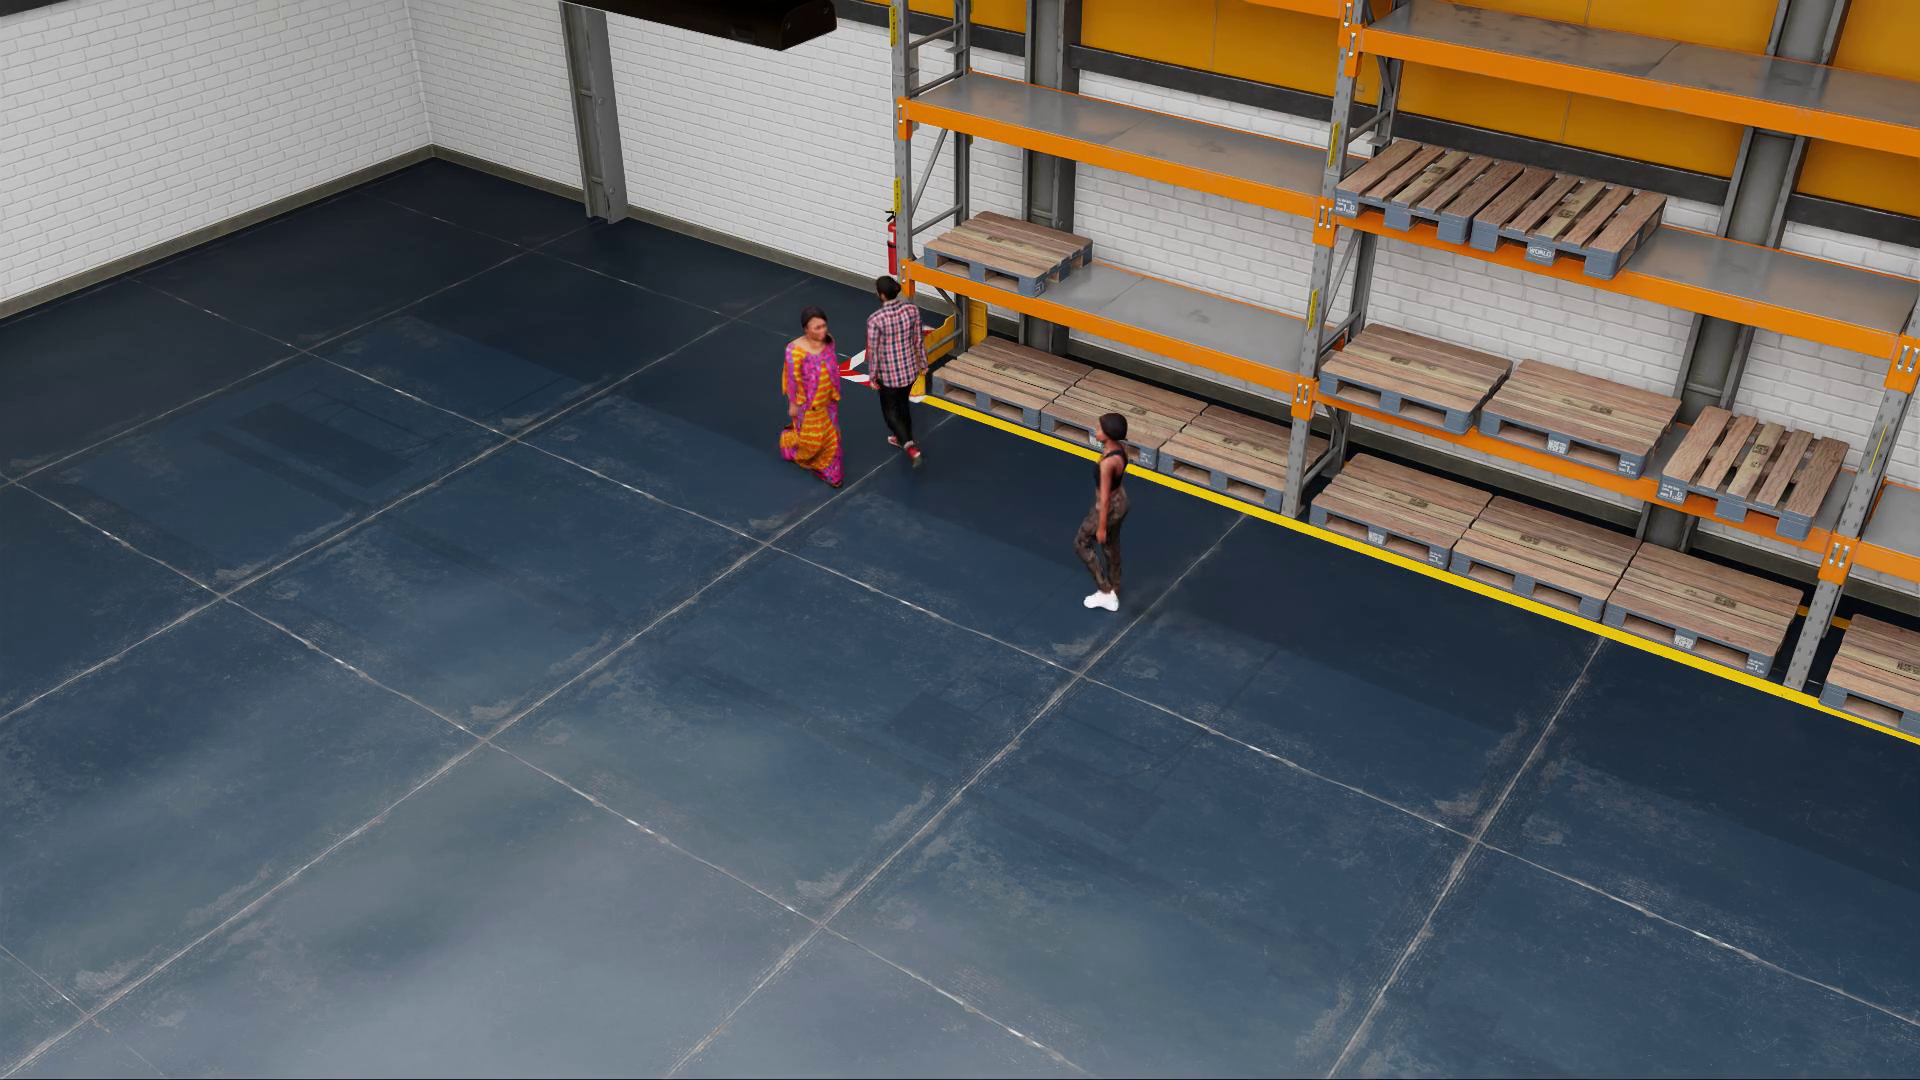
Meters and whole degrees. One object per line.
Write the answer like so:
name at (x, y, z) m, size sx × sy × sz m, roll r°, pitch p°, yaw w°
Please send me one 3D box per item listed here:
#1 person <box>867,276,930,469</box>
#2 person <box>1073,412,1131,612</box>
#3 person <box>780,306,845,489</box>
person at (-0.516, -1.410, 14.203) m, size 0.949 × 1.737 × 1.099 m, roll -17°, pitch 37°, yaw -24°
person at (1.181, -0.177, 12.388) m, size 0.674 × 1.692 × 0.668 m, roll 12°, pitch 35°, yaw 17°
person at (-1.256, -1.234, 14.012) m, size 0.786 × 1.653 × 0.992 m, roll -27°, pitch 42°, yaw -34°
